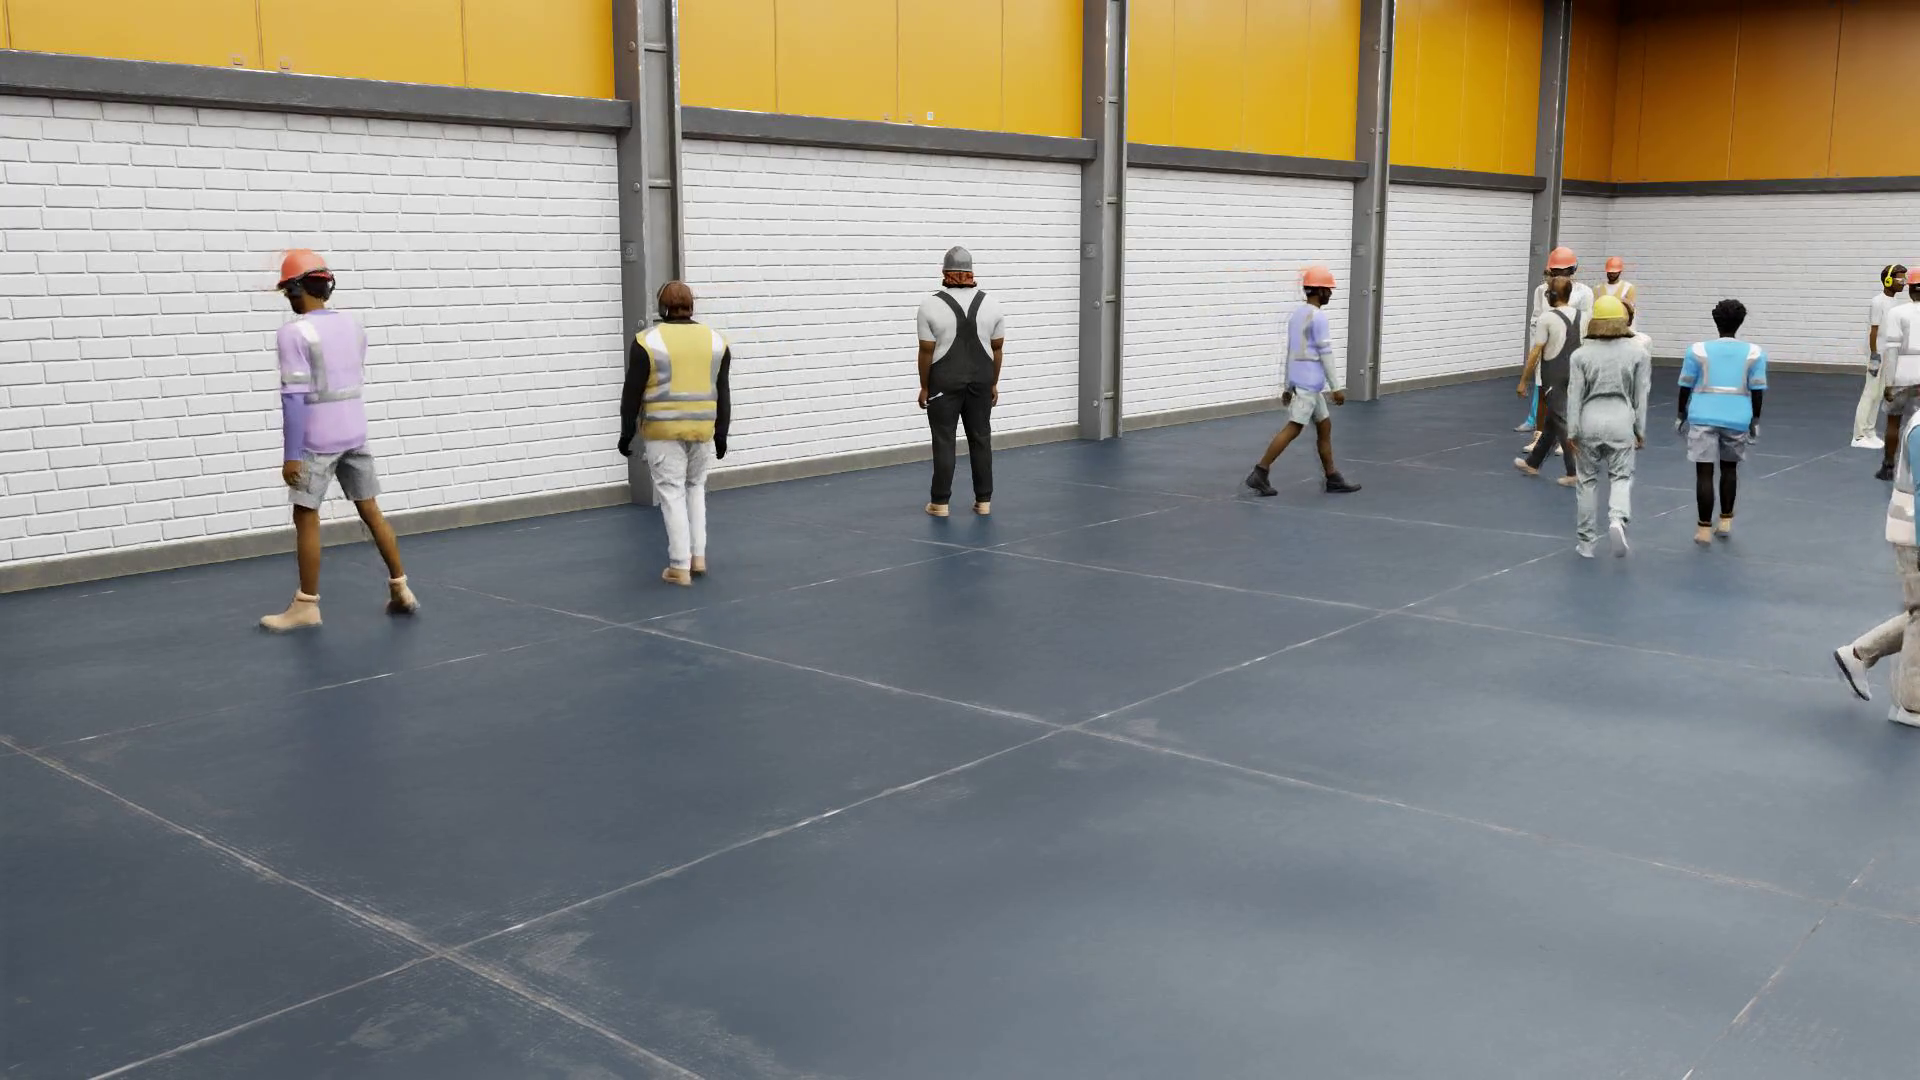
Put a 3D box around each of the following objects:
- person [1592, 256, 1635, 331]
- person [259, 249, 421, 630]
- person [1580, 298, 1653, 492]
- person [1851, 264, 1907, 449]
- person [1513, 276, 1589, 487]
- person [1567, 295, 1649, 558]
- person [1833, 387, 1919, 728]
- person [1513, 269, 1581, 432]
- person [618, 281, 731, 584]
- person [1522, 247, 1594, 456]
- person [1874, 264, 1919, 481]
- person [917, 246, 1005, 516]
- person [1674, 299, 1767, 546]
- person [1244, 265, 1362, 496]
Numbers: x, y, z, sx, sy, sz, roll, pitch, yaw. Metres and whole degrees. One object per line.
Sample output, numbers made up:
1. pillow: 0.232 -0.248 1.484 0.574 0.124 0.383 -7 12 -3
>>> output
1. person: 8.499 -2.742 21.738 0.560 1.919 0.439 7 12 36
2. person: -3.356 -0.532 8.910 0.543 2.017 0.819 4 11 22
3. person: 5.080 -1.053 12.914 0.514 1.641 0.315 3 10 17
4. person: 9.345 -1.852 16.862 0.507 1.861 0.329 -9 13 -42
5. person: 5.129 -1.374 14.336 0.549 1.785 1.014 -4 11 -21
6. person: 4.169 -0.715 10.743 0.494 1.722 0.578 3 10 16
7. person: 4.031 -0.005 7.018 0.464 1.621 0.520 9 14 43
8. person: 6.585 -2.096 18.385 0.902 1.810 0.579 -2 10 -14
9. person: -1.761 -0.652 10.110 0.636 1.825 0.609 -7 12 -35
10. person: 5.833 -1.834 16.245 0.605 2.034 0.387 9 14 43
11. person: 8.149 -1.388 14.119 0.557 1.901 0.956 1 10 8
12. person: -0.029 -1.203 12.631 0.679 2.000 0.537 -3 10 -17
13. person: 5.213 -0.813 11.459 0.546 1.672 0.649 2 10 14
14. person: 2.803 -1.295 13.604 1.020 1.896 0.541 -1 10 -6
